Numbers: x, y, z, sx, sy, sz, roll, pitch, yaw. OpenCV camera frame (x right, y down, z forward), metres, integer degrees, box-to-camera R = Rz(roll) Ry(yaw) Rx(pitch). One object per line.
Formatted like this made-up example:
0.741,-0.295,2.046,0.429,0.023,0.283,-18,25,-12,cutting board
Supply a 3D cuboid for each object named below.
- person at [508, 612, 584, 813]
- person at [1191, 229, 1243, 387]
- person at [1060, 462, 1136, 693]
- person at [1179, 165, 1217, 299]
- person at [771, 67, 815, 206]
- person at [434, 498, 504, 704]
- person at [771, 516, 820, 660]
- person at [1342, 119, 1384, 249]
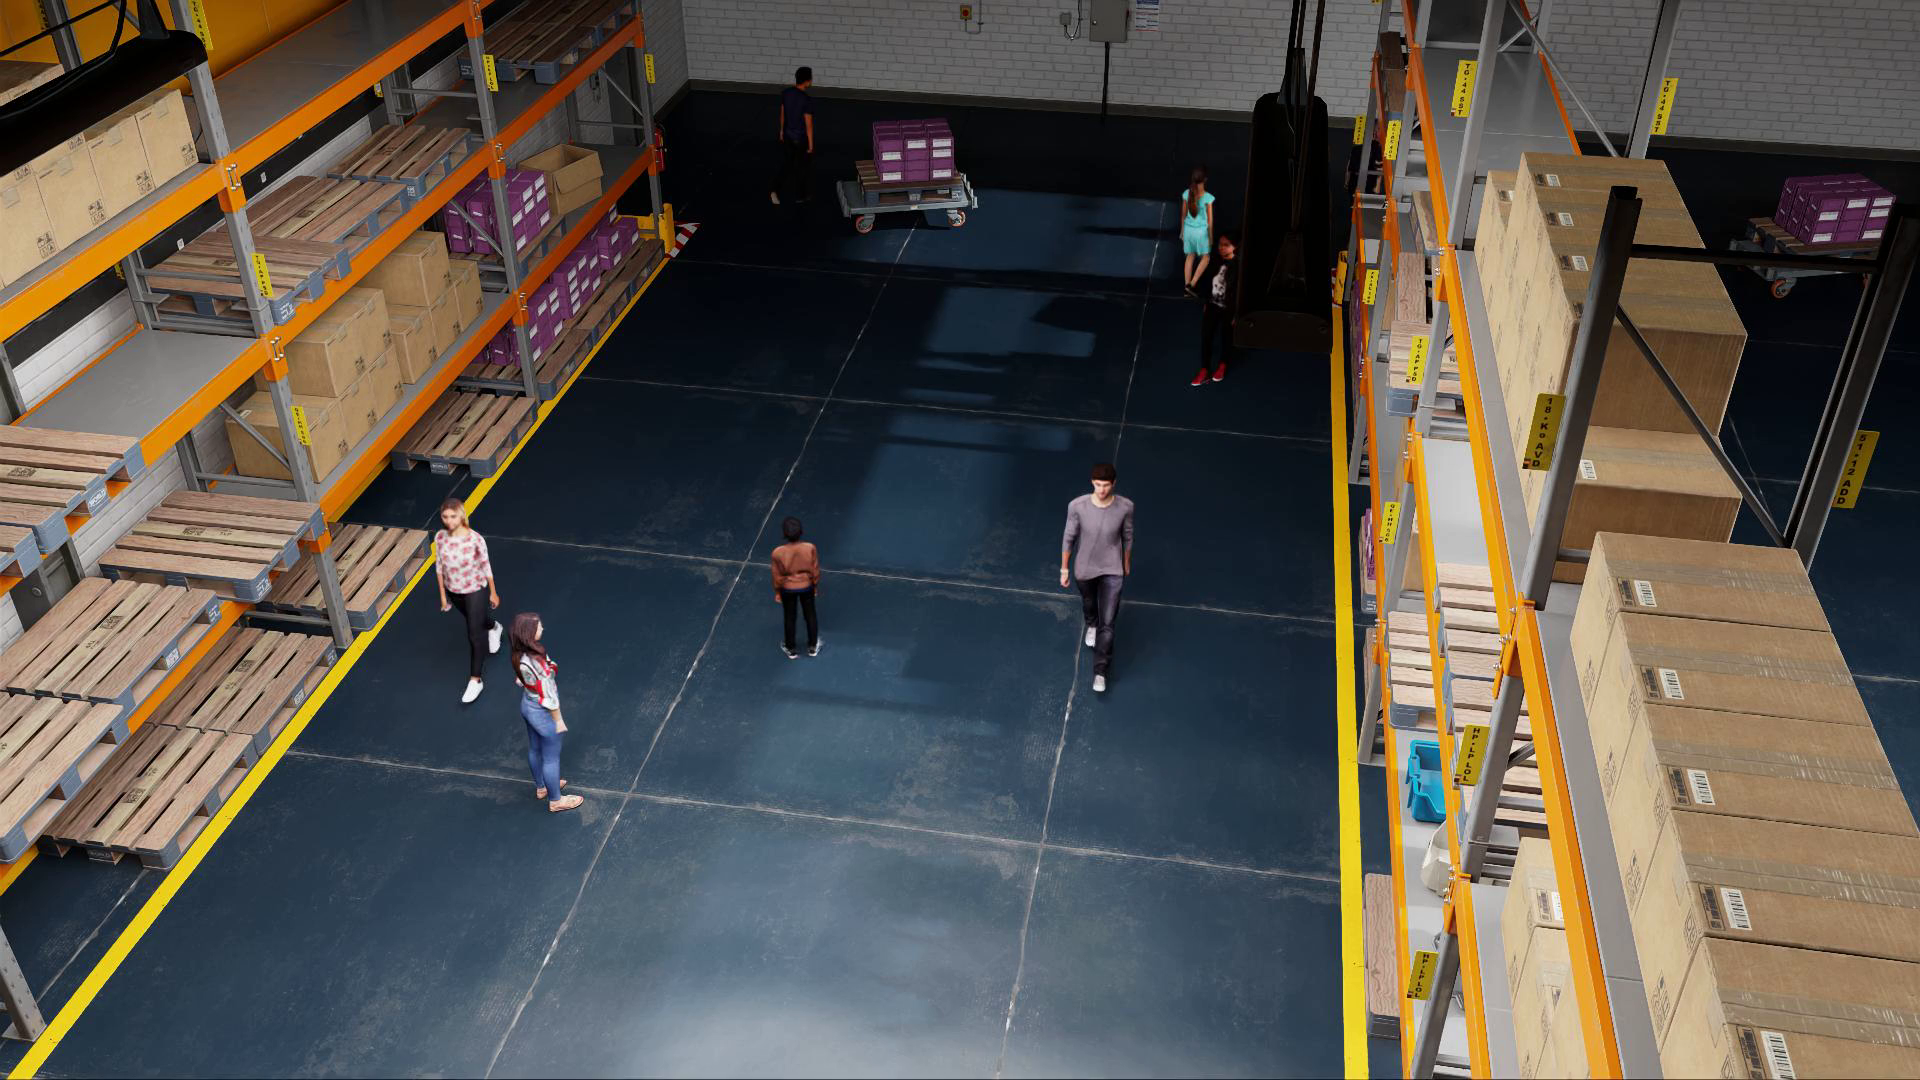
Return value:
-2.909,1.179,11.510,0.708,1.613,0.657,-23,40,-30,person
2.700,-2.389,16.836,0.785,1.659,0.893,20,39,28,person
1.069,0.172,12.856,0.732,1.800,1.166,4,34,6,person
2.618,-3.391,18.439,0.701,1.552,0.779,18,37,24,person
-2.083,-4.949,20.604,0.909,1.751,1.106,15,36,21,person
-3.750,0.350,12.772,0.560,1.596,1.096,5,34,8,person
-1.284,0.370,13.054,0.588,1.249,0.588,-7,34,-11,person
4.801,-4.222,19.627,0.763,1.622,0.717,-26,42,-34,person
